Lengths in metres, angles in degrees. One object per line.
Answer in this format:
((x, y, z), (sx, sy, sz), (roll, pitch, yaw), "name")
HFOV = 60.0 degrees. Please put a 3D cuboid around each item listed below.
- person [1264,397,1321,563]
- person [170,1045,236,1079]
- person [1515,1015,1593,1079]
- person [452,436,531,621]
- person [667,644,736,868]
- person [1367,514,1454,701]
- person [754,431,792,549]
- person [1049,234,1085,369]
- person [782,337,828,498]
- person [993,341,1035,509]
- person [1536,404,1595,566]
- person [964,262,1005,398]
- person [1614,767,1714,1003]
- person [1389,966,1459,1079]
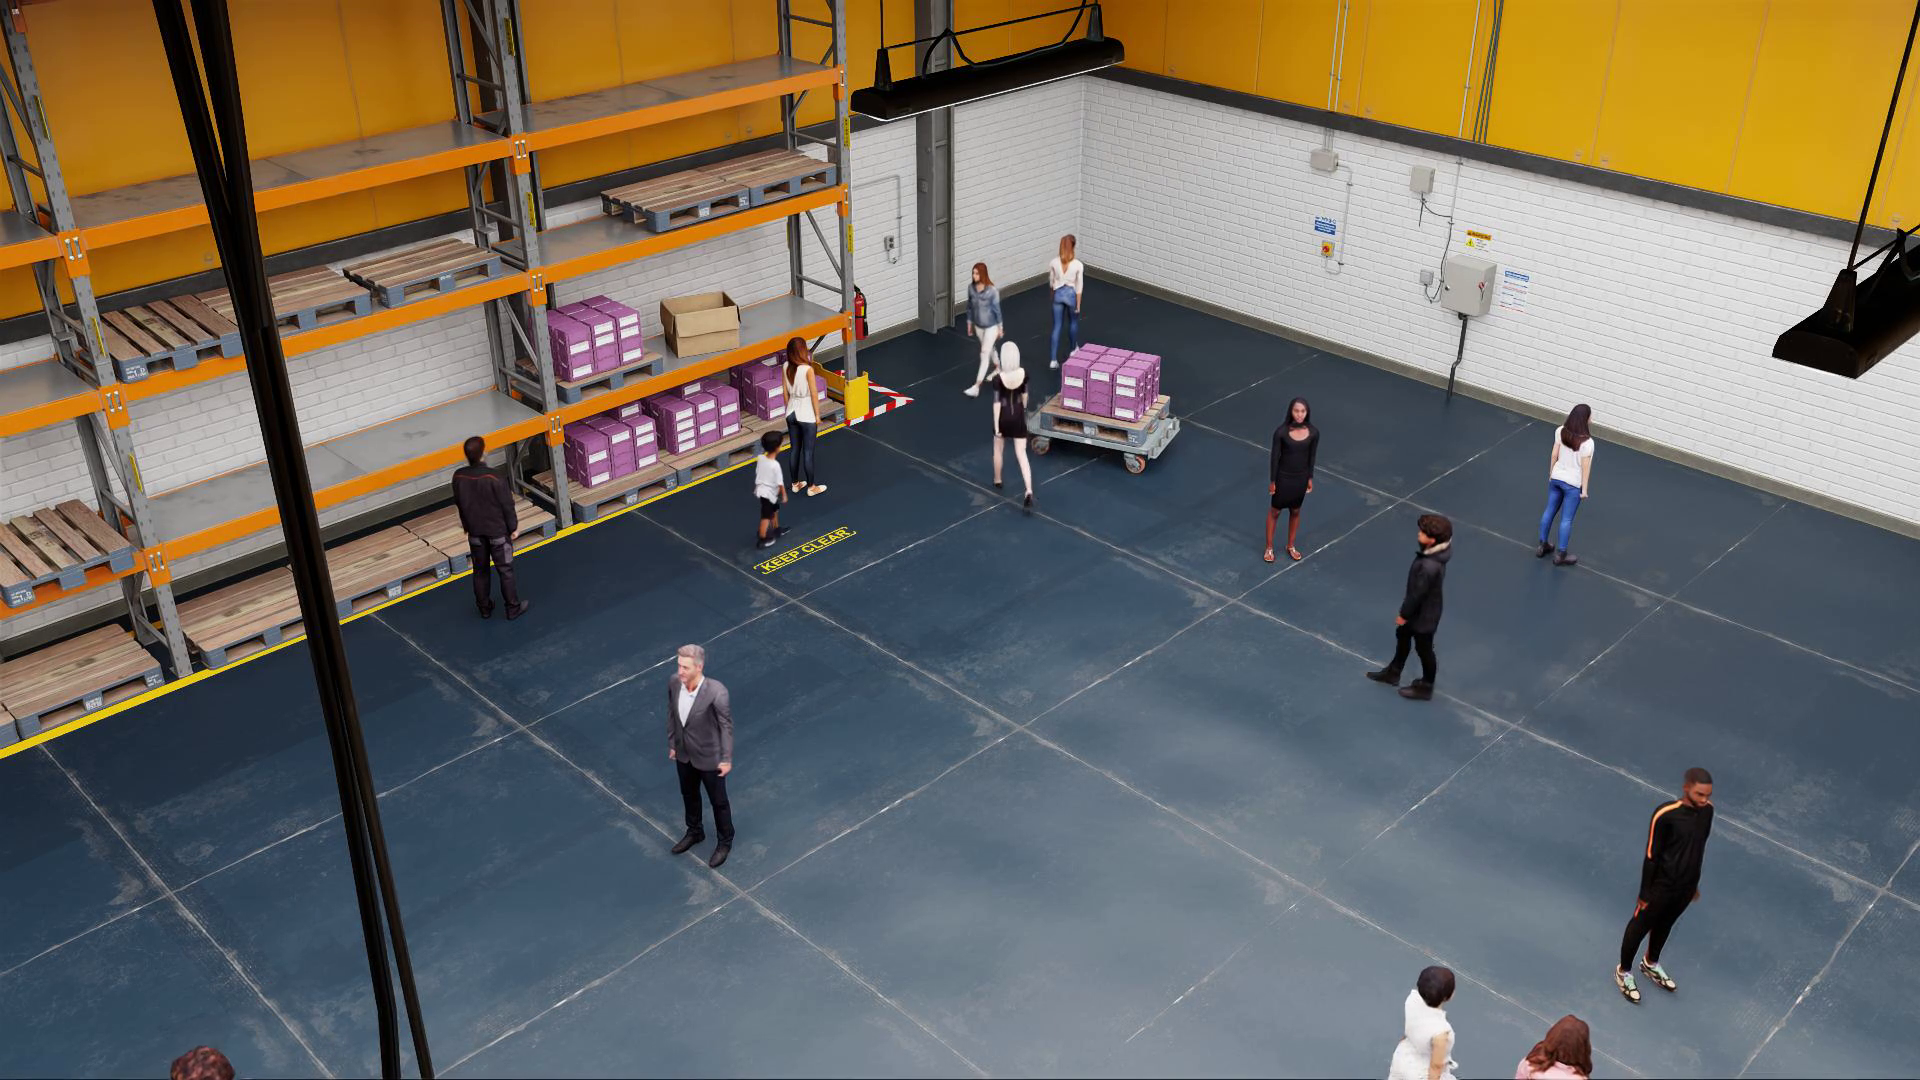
((3.268, -0.604, 16.407), (0.663, 1.719, 0.743), (-3, 29, -5), "person")
((-3.895, 3.368, 9.059), (0.674, 1.783, 0.719), (10, 30, 17), "person")
((3.183, 3.331, 9.108), (0.657, 1.801, 0.578), (18, 34, 30), "person")
((-4.364, -0.105, 15.365), (0.799, 1.840, 0.812), (4, 29, 7), "person")
((-1.930, 1.560, 12.313), (0.791, 1.841, 0.711), (14, 32, 24), "person")
((4.028, 0.600, 14.156), (0.891, 1.760, 0.870), (8, 30, 14), "person")
((-1.967, -0.475, 16.670), (0.505, 1.239, 0.669), (25, 38, 38), "person")
((1.280, -2.932, 20.717), (0.956, 1.678, 1.204), (9, 30, 16), "person")
((-1.688, -1.295, 17.641), (0.638, 1.750, 0.594), (17, 33, 28), "person")
((0.577, -1.189, 17.399), (1.138, 1.796, 0.986), (-9, 30, -16), "person")
((5.962, -0.552, 16.347), (0.614, 1.684, 0.656), (-15, 32, -26), "person")
((0.365, -2.573, 20.110), (0.712, 1.629, 1.186), (21, 35, 33), "person")
((4.714, 2.254, 11.073), (0.628, 1.809, 0.763), (-9, 30, -16), "person")
((2.630, 3.147, 9.721), (0.795, 1.537, 0.683), (-12, 31, -21), "person")
